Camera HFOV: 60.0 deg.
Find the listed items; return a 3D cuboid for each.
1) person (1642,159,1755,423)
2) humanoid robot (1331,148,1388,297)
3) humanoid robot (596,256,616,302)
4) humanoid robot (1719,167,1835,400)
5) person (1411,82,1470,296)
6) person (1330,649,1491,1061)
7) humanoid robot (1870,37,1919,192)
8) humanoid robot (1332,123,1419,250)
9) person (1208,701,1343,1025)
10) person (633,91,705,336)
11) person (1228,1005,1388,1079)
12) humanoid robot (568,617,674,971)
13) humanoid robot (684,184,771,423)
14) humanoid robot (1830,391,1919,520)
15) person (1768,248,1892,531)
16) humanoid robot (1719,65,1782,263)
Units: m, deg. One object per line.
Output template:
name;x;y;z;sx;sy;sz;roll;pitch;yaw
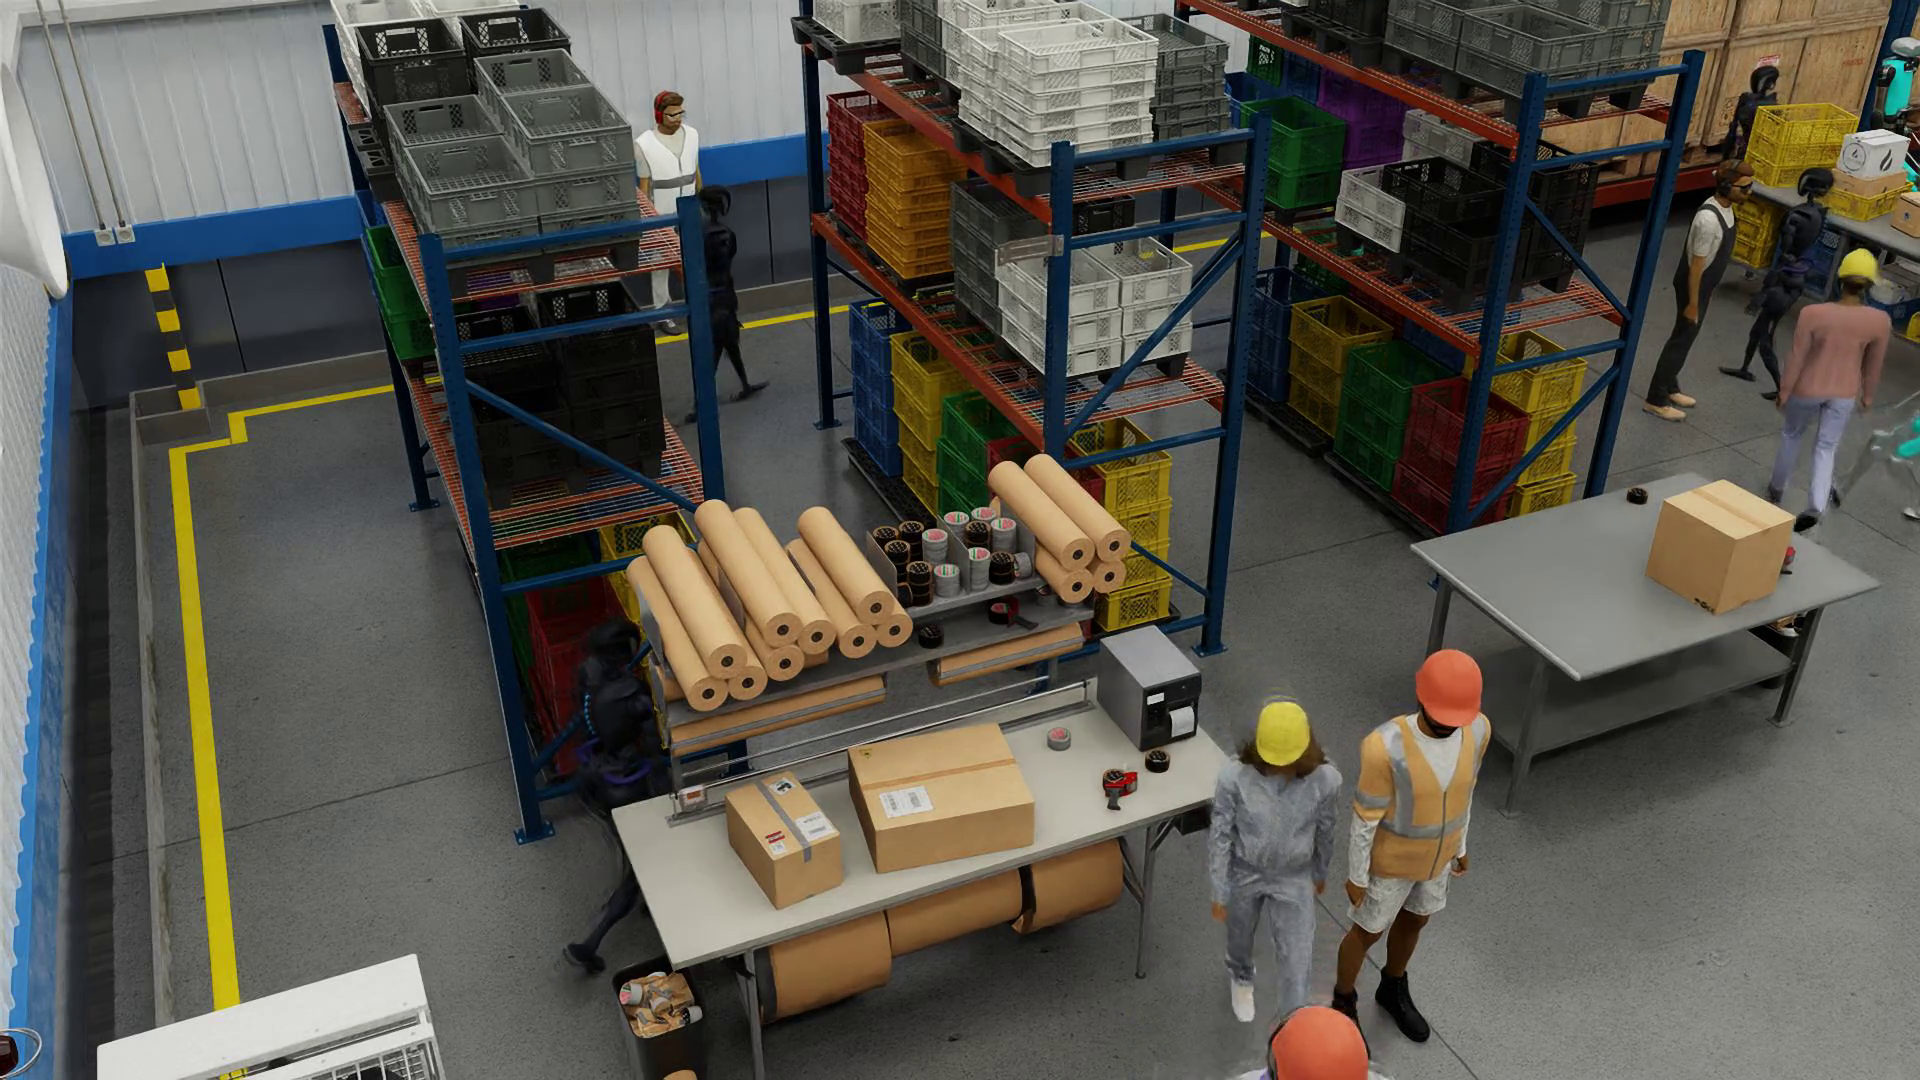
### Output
person;4.981;-1.681;11.213;0.334;1.837;0.507;19;36;28
humanoid robot;3.072;-2.312;12.326;0.556;1.765;0.799;-12;33;-18
humanoid robot;-2.421;-1.328;10.791;0.467;1.633;0.591;18;36;27
humanoid robot;5.701;-1.772;11.533;0.597;1.658;0.604;26;40;35
person;3.574;-2.560;12.627;0.429;1.842;0.632;-1;32;-1
person;1.748;1.216;6.407;0.550;1.933;0.365;-12;34;-18
humanoid robot;7.809;-3.241;13.706;0.533;1.677;0.735;-24;39;-33
humanoid robot;3.134;-2.648;12.864;0.555;1.751;0.841;-18;36;-26
person;1.188;1.369;6.377;0.494;1.702;0.838;3;32;5
person;-2.156;-2.464;12.480;0.390;1.836;0.562;28;41;37
person;0.976;2.119;4.886;0.624;1.984;1.045;-5;32;-8
humanoid robot;-1.463;1.038;6.971;0.611;1.633;0.696;26;40;36
humanoid robot;-1.616;-1.613;11.267;0.722;1.630;0.590;-15;35;-23
humanoid robot;5.786;-0.846;9.985;0.943;1.807;0.553;13;34;20
person;5.223;-0.880;10.005;0.551;1.730;0.763;10;33;16
humanoid robot;6.462;-3.077;13.623;0.386;1.638;0.608;-9;33;-14
